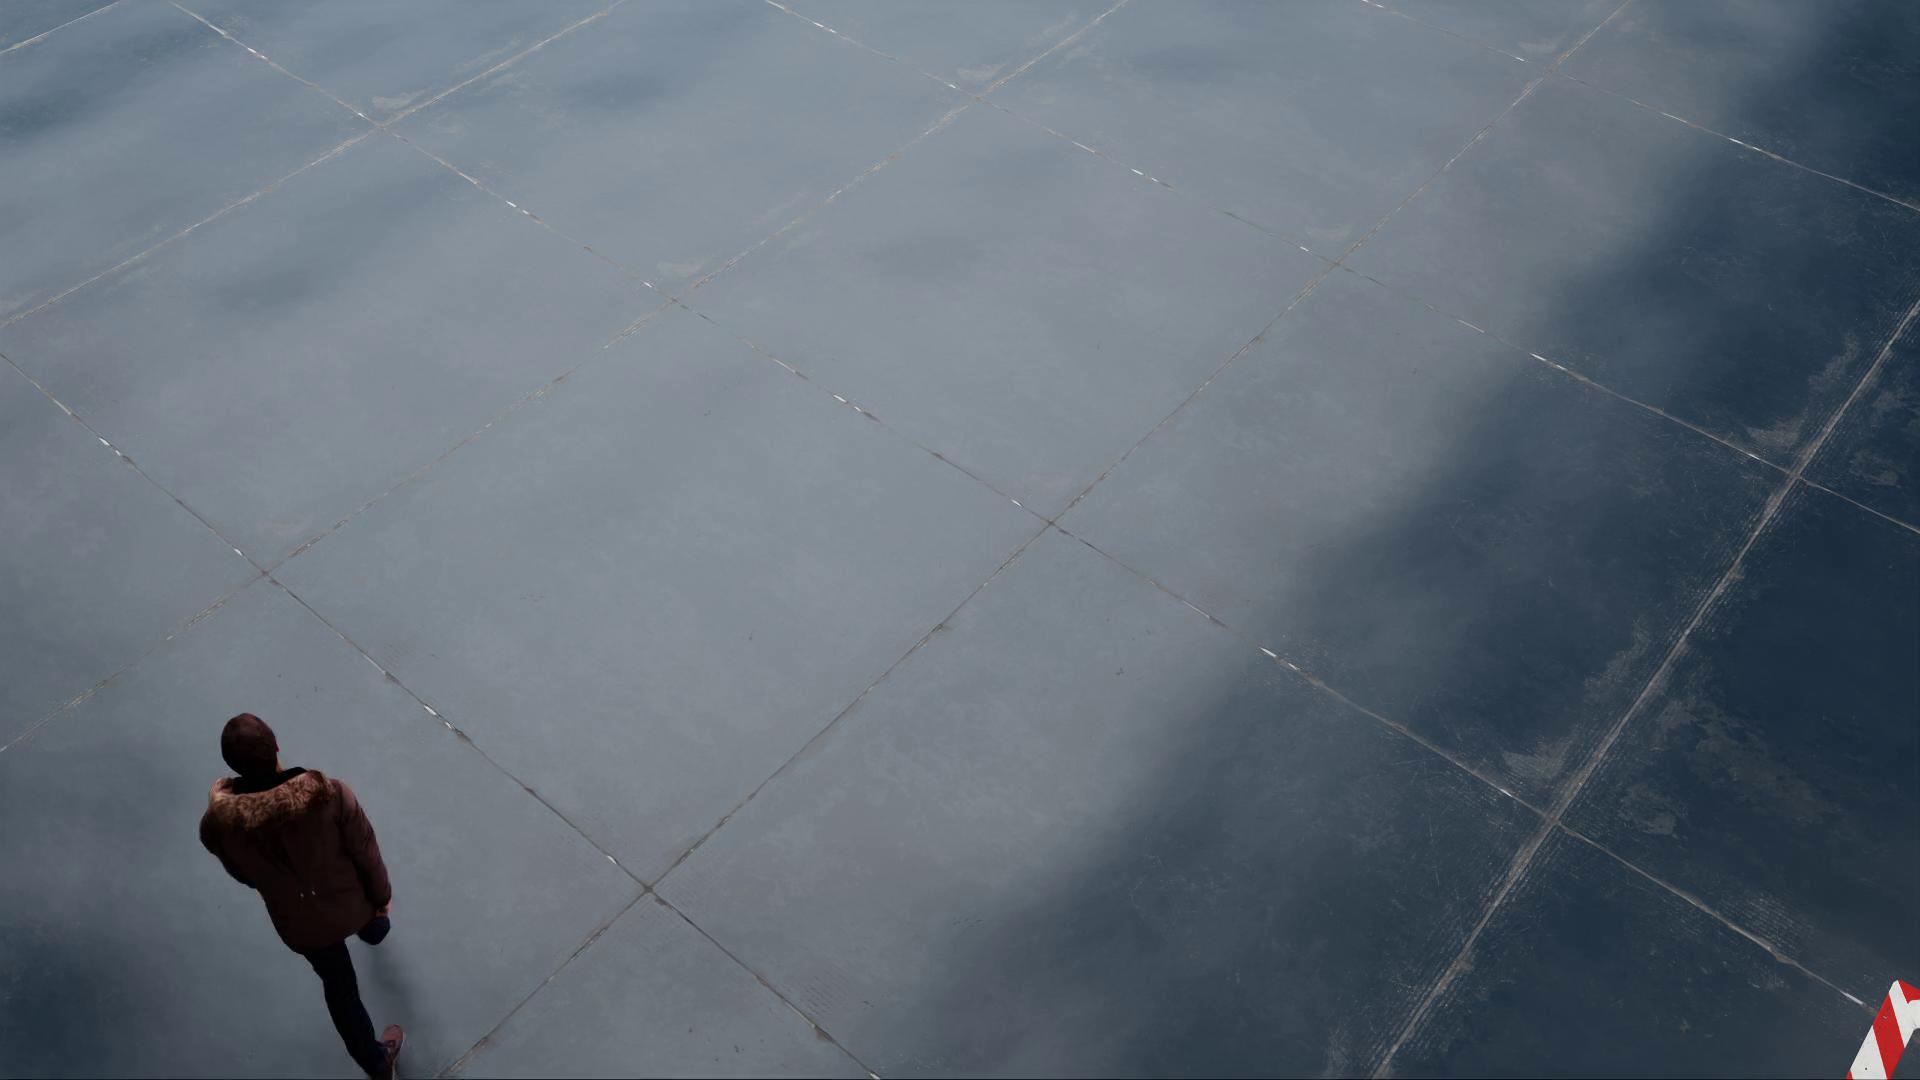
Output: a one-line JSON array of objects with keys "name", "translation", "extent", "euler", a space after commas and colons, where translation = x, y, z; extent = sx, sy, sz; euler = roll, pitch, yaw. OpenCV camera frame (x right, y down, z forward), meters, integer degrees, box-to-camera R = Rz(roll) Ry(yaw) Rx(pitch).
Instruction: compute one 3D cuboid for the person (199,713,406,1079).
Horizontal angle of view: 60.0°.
[{"name": "person", "translation": [-2.455, 1.485, 6.489], "extent": [1.163, 1.766, 1.336], "euler": [-10, 48, -9]}]
